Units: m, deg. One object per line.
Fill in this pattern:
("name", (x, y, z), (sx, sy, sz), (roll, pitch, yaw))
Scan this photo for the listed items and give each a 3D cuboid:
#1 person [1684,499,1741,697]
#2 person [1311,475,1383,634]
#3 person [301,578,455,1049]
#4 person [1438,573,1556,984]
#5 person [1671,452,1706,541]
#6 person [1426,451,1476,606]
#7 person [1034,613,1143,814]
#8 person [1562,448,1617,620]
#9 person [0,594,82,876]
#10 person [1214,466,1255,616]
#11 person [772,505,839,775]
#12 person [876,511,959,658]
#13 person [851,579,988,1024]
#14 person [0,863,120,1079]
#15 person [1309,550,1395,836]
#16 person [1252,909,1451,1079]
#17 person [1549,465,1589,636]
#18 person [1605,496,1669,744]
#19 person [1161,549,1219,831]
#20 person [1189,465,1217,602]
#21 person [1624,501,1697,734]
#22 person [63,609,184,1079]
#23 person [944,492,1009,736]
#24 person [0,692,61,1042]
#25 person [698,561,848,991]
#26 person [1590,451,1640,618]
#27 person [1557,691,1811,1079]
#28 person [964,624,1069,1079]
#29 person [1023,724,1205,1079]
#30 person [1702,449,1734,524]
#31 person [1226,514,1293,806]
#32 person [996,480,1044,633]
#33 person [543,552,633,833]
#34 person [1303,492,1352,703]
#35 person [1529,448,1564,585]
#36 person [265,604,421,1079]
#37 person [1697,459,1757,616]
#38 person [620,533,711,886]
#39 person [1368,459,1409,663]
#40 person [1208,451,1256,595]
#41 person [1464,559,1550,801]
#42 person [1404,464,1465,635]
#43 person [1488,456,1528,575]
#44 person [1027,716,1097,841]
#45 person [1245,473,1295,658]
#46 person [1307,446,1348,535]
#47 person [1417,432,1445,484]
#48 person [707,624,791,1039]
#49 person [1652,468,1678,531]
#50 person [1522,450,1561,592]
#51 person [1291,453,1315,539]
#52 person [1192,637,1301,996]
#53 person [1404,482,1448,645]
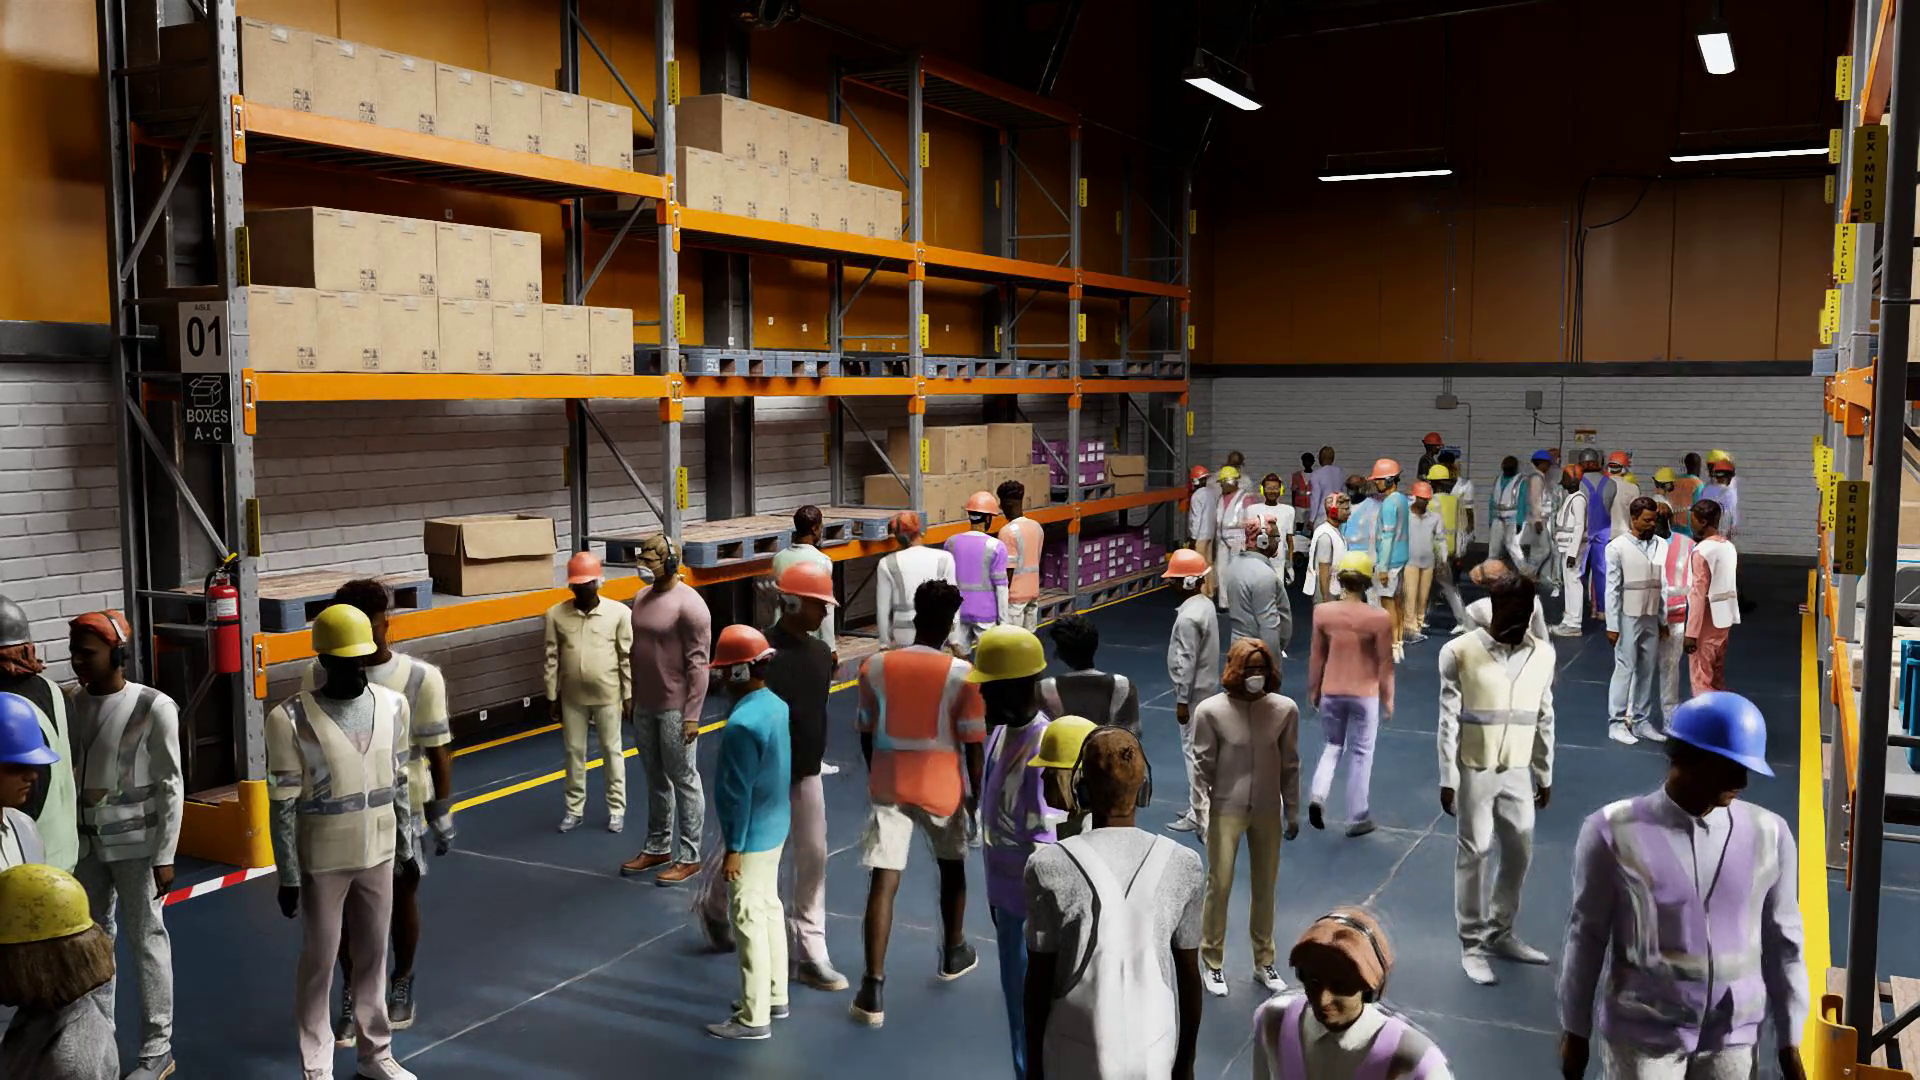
("person", (5.594, 0.649, 12.415), (0.402, 1.909, 0.598), (5, 7, 44))
("person", (4.188, 0.212, 17.715), (0.941, 1.790, 0.652), (-4, 6, -33))
("person", (-2.456, 1.135, 6.985), (0.656, 1.936, 0.593), (-1, 5, -7))
("person", (2.510, 1.089, 7.763), (0.607, 1.899, 0.464), (-1, 5, -14))
("person", (9.192, -0.161, 21.124), (0.563, 1.903, 0.633), (-1, 5, -13))
("person", (6.065, -0.136, 20.660), (0.645, 1.940, 0.453), (2, 6, 22))
("person", (0.586, 1.169, 8.079), (0.557, 1.661, 0.696), (0, 5, -3))
("person", (7.348, -0.079, 19.530), (0.688, 2.000, 0.536), (0, 5, -3))
("person", (-3.434, 1.189, 5.885), (0.536, 2.000, 0.675), (-1, 5, -6))
("person", (3.238, 0.018, 19.827), (0.534, 1.787, 0.612), (-4, 7, -37))
("person", (-1.114, 0.710, 11.759), (0.388, 1.911, 0.593), (-5, 7, -42))
("person", (-0.314, 0.712, 11.976), (0.590, 1.857, 0.458), (-1, 5, -12))
("person", (-0.185, 1.131, 7.433), (0.645, 1.892, 0.927), (1, 5, 9))
("person", (-1.953, 1.551, 3.574), (0.295, 1.743, 0.493), (-4, 7, -39))
("person", (2.364, 0.942, 10.103), (0.533, 1.753, 0.465), (4, 7, 39))
("person", (0.858, 1.604, 3.750), (0.522, 1.599, 0.818), (4, 7, 39))
("person", (6.715, 0.114, 18.287), (0.355, 1.883, 0.576), (1, 5, 12))
("person", (5.204, 0.612, 12.822), (0.599, 1.909, 0.398), (-3, 6, -26))
("person", (1.423, 0.923, 10.326), (0.355, 1.744, 0.566), (2, 6, 19))
("person", (3.021, -0.066, 20.933), (0.339, 1.748, 0.564), (3, 6, 32))
("person", (5.506, 0.610, 13.170), (0.635, 1.842, 0.429), (3, 6, 26))
("person", (-3.319, 1.210, 6.499), (0.575, 1.883, 0.355), (1, 5, 10))
("person", (0.139, 0.580, 13.077), (0.550, 1.925, 0.391), (3, 6, 26))
("person", (-2.619, 1.371, 4.485), (0.416, 1.939, 0.605), (0, 5, -3))
("person", (-0.885, 1.059, 7.783), (0.947, 1.952, 0.630), (5, 7, 45))
("person", (7.676, -0.048, 19.509), (0.620, 1.986, 0.409), (5, 7, 42))
("person", (2.016, 1.367, 4.629), (0.649, 1.916, 0.540), (0, 5, 1))
("person", (0.206, 1.249, 5.903), (0.394, 1.918, 0.586), (-1, 5, -11))
("person", (0.415, 1.419, 4.531), (0.501, 1.838, 0.347), (-1, 5, -11))
("person", (9.937, -0.234, 21.875), (0.599, 1.911, 0.409), (-5, 7, -41))
("person", (1.986, 0.782, 10.978), (0.410, 1.909, 0.643), (-1, 5, -10))
("person", (0.470, 0.470, 14.049), (0.378, 1.959, 0.604), (3, 6, 30))
("person", (-2.275, 0.935, 10.204), (0.568, 1.742, 0.367), (0, 5, 1))
("person", (3.184, 0.498, 14.435), (0.392, 1.836, 0.561), (2, 6, 21))
("person", (8.126, -0.315, 22.904), (0.398, 1.892, 0.646), (-5, 7, -42))
("person", (-2.341, 1.200, 6.373), (0.366, 1.926, 0.592), (4, 7, 38))
("person", (9.024, -0.018, 19.766), (0.958, 1.870, 0.543), (-2, 6, -24))
("person", (-1.632, 0.929, 9.222), (0.627, 1.940, 0.372), (5, 7, 44))
("person", (4.242, 0.209, 16.506), (0.405, 2.032, 0.610), (3, 6, 26))
("person", (3.615, -0.232, 22.035), (0.637, 1.869, 1.067), (5, 7, 43))
("person", (3.599, 0.933, 10.980), (0.607, 1.610, 0.323), (2, 6, 18))
("person", (5.355, 0.098, 18.509), (0.590, 1.882, 0.987), (-4, 7, -40))
("person", (7.571, -0.267, 22.843), (0.604, 1.804, 0.667), (-3, 6, -33))
("person", (0.374, 1.406, 5.189), (0.338, 1.733, 0.480), (0, 5, 3))
("person", (3.121, 0.260, 16.761), (0.513, 1.876, 0.328), (0, 5, 3))
("person", (4.956, -0.304, 22.484), (0.627, 1.941, 0.370), (-3, 6, -30))
("person", (7.201, -0.630, 25.477), (0.404, 2.037, 0.606), (3, 6, 25))
("person", (-0.905, 1.226, 7.088), (0.349, 1.740, 0.575), (1, 5, 9))
("person", (8.391, 0.023, 19.895), (0.313, 1.768, 0.527), (1, 5, 14))
("person", (7.750, -0.243, 22.105), (0.537, 1.906, 0.667), (3, 6, 31))
("person", (5.475, -0.531, 26.225), (0.535, 1.697, 0.318), (2, 6, 21))
("person", (1.293, 1.242, 7.526), (0.504, 1.626, 0.280), (-1, 5, -10))
("person", (4.910, 0.253, 17.670), (0.571, 1.714, 0.740), (-1, 5, -8))
